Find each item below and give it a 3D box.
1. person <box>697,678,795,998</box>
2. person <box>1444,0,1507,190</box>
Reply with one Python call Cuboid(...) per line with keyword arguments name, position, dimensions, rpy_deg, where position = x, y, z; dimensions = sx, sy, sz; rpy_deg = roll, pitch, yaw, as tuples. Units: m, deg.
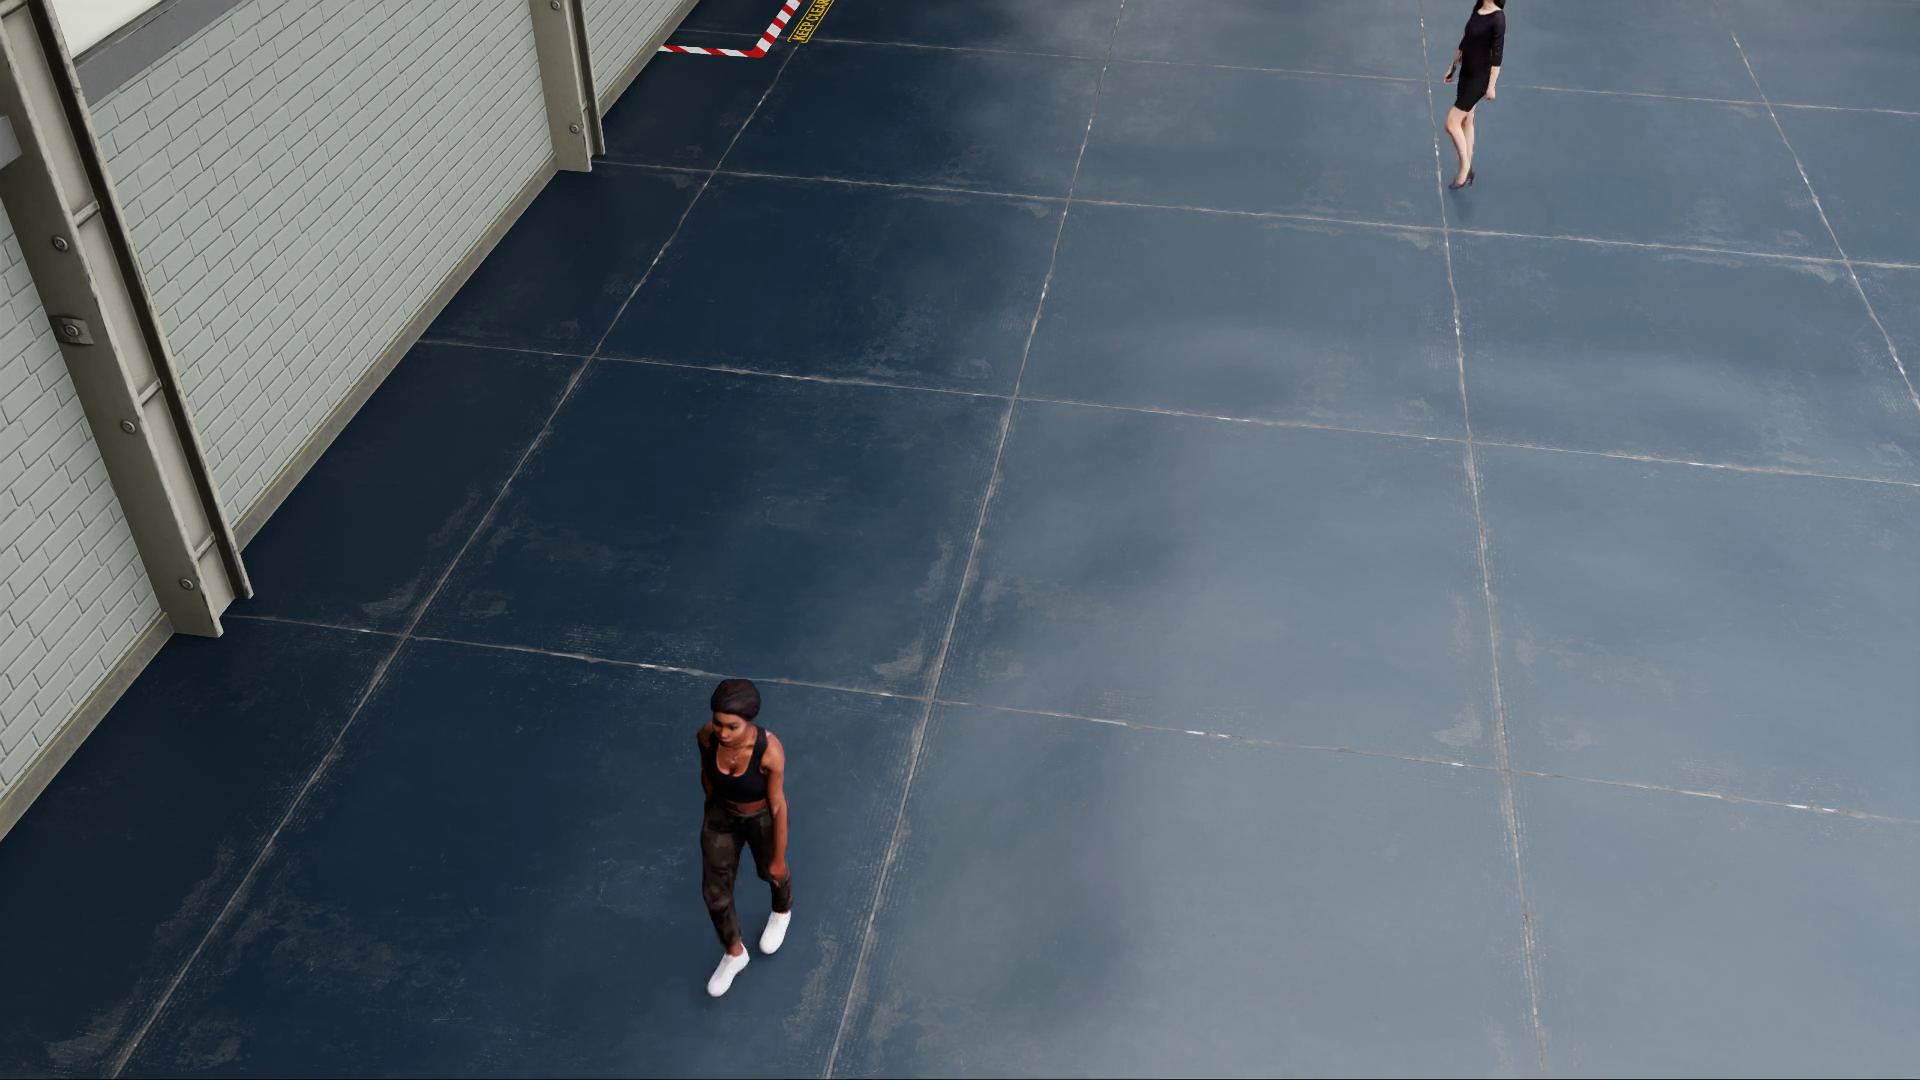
Cuboid(name="person", position=(-0.865, 1.171, 7.157), dimensions=(0.676, 1.673, 0.841), rpy_deg=(13, 40, 16))
Cuboid(name="person", position=(4.149, -3.614, 13.180), dimensions=(0.728, 1.788, 0.618), rpy_deg=(-3, 38, -3))
